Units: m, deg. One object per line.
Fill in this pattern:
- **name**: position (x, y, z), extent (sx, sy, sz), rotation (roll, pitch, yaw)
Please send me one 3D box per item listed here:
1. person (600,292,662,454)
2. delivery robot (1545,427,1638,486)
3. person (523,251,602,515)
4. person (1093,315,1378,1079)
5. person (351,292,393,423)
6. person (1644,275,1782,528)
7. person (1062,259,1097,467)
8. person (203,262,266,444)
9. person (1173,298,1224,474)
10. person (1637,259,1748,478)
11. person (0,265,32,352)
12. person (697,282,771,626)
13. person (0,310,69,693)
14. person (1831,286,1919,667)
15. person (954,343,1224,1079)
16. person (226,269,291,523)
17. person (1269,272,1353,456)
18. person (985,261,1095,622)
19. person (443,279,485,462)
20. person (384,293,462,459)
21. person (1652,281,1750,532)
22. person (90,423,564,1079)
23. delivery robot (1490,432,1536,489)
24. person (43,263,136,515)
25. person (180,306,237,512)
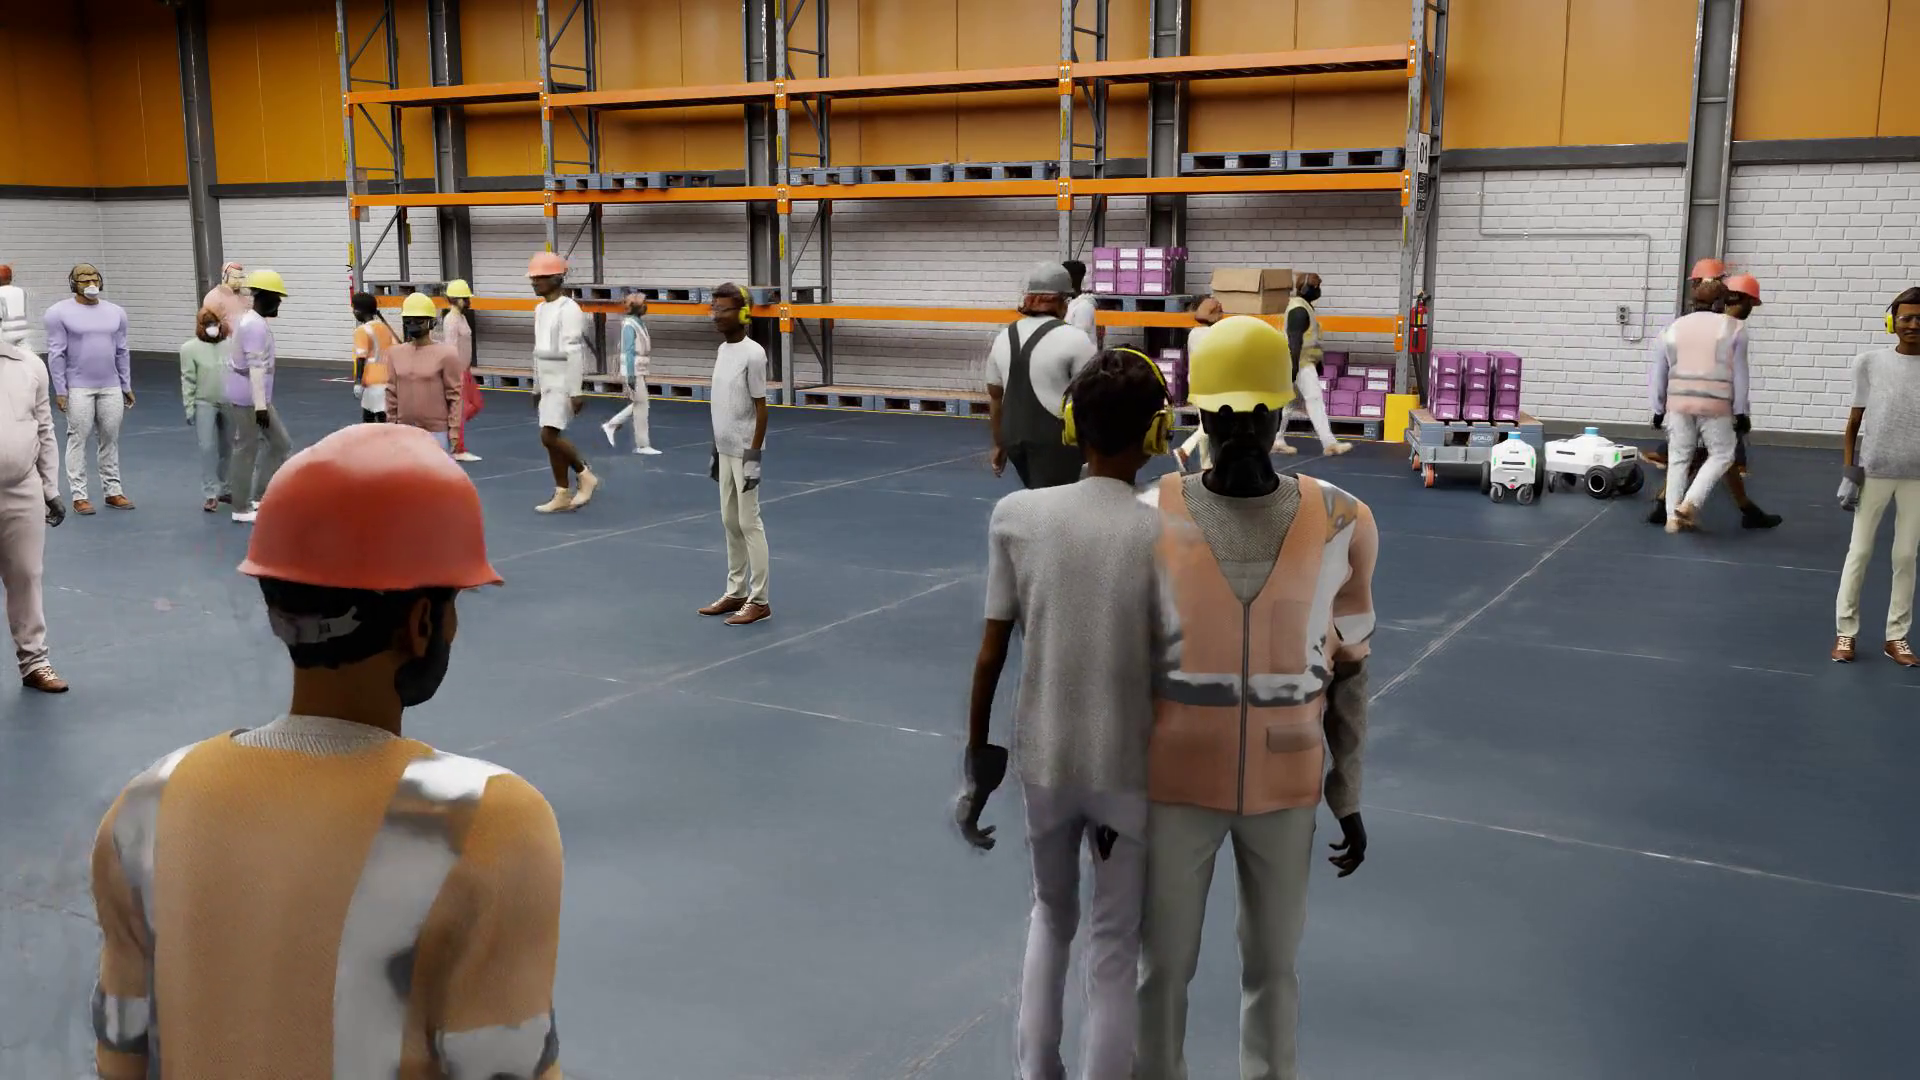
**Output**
- **person**: position (-3.287, -1.646, 16.520), extent (0.551, 1.624, 0.512), rotation (0, 10, 1)
- **delivery robot**: position (5.265, -0.700, 13.897), extent (0.477, 0.478, 0.707), rotation (-7, 13, -36)
- **person**: position (-3.105, -1.188, 12.765), extent (0.453, 2.024, 0.629), rotation (-8, 13, -37)
- **person**: position (0.568, 0.500, 3.485), extent (0.592, 1.926, 0.366), rotation (0, 10, 0)
- **person**: position (-5.289, -1.445, 15.250), extent (0.837, 1.660, 0.549), rotation (1, 10, 4)
- **person**: position (5.529, -0.995, 12.146), extent (0.992, 1.865, 0.557), rotation (1, 10, 5)
- **person**: position (1.073, -1.648, 15.597), extent (0.410, 1.951, 0.621), rotation (-2, 10, -10)
- **person**: position (-7.623, -1.965, 17.523), extent (0.407, 1.902, 0.639), rotation (2, 10, 11)
- **person**: position (2.153, -1.350, 14.844), extent (0.550, 1.619, 0.504), rotation (-5, 11, -26)
- **person**: position (6.681, -1.543, 15.003), extent (1.002, 1.935, 0.624), rotation (5, 11, 26)
- **person**: position (-12.289, -2.635, 21.539), extent (1.035, 1.831, 0.578), rotation (5, 11, 27)
- **person**: position (-1.239, -0.470, 9.146), extent (0.328, 1.871, 0.513), rotation (-7, 12, -35)
- **person**: position (-4.400, -0.206, 7.541), extent (0.409, 1.907, 0.648), rotation (8, 13, 39)
- **person**: position (4.628, -0.306, 8.208), extent (0.520, 1.873, 0.327), rotation (3, 11, 19)
- **person**: position (0.277, 0.517, 3.571), extent (0.581, 1.858, 0.487), rotation (3, 11, 18)
- **person**: position (-5.249, -1.062, 12.426), extent (0.544, 1.889, 0.615), rotation (-3, 10, -16)
- **person**: position (3.494, -1.732, 16.451), extent (0.902, 1.799, 0.644), rotation (2, 10, 11)
- **person**: position (0.545, -0.594, 9.359), extent (1.028, 2.000, 0.692), rotation (-8, 13, -40)
- **person**: position (-4.787, -1.618, 15.968), extent (0.387, 1.750, 0.540), rotation (-1, 10, -4)
- **person**: position (-3.473, -0.709, 10.778), extent (0.525, 1.772, 0.303), rotation (2, 10, 9)
- **person**: position (5.282, -0.928, 11.884), extent (0.692, 1.822, 0.430), rotation (9, 14, 42)
- **person**: position (-0.728, 0.838, 1.711), extent (0.559, 1.889, 0.899), rotation (4, 11, 24)
- **delivery robot**: position (4.508, -0.639, 13.554), extent (0.477, 0.478, 0.707), rotation (3, 11, 17)
- **person**: position (-6.743, -1.176, 12.944), extent (0.375, 1.940, 0.627), rotation (7, 12, 36)
- **person**: position (-5.844, -1.034, 13.100), extent (0.507, 1.597, 0.562), rotation (-8, 13, -39)
